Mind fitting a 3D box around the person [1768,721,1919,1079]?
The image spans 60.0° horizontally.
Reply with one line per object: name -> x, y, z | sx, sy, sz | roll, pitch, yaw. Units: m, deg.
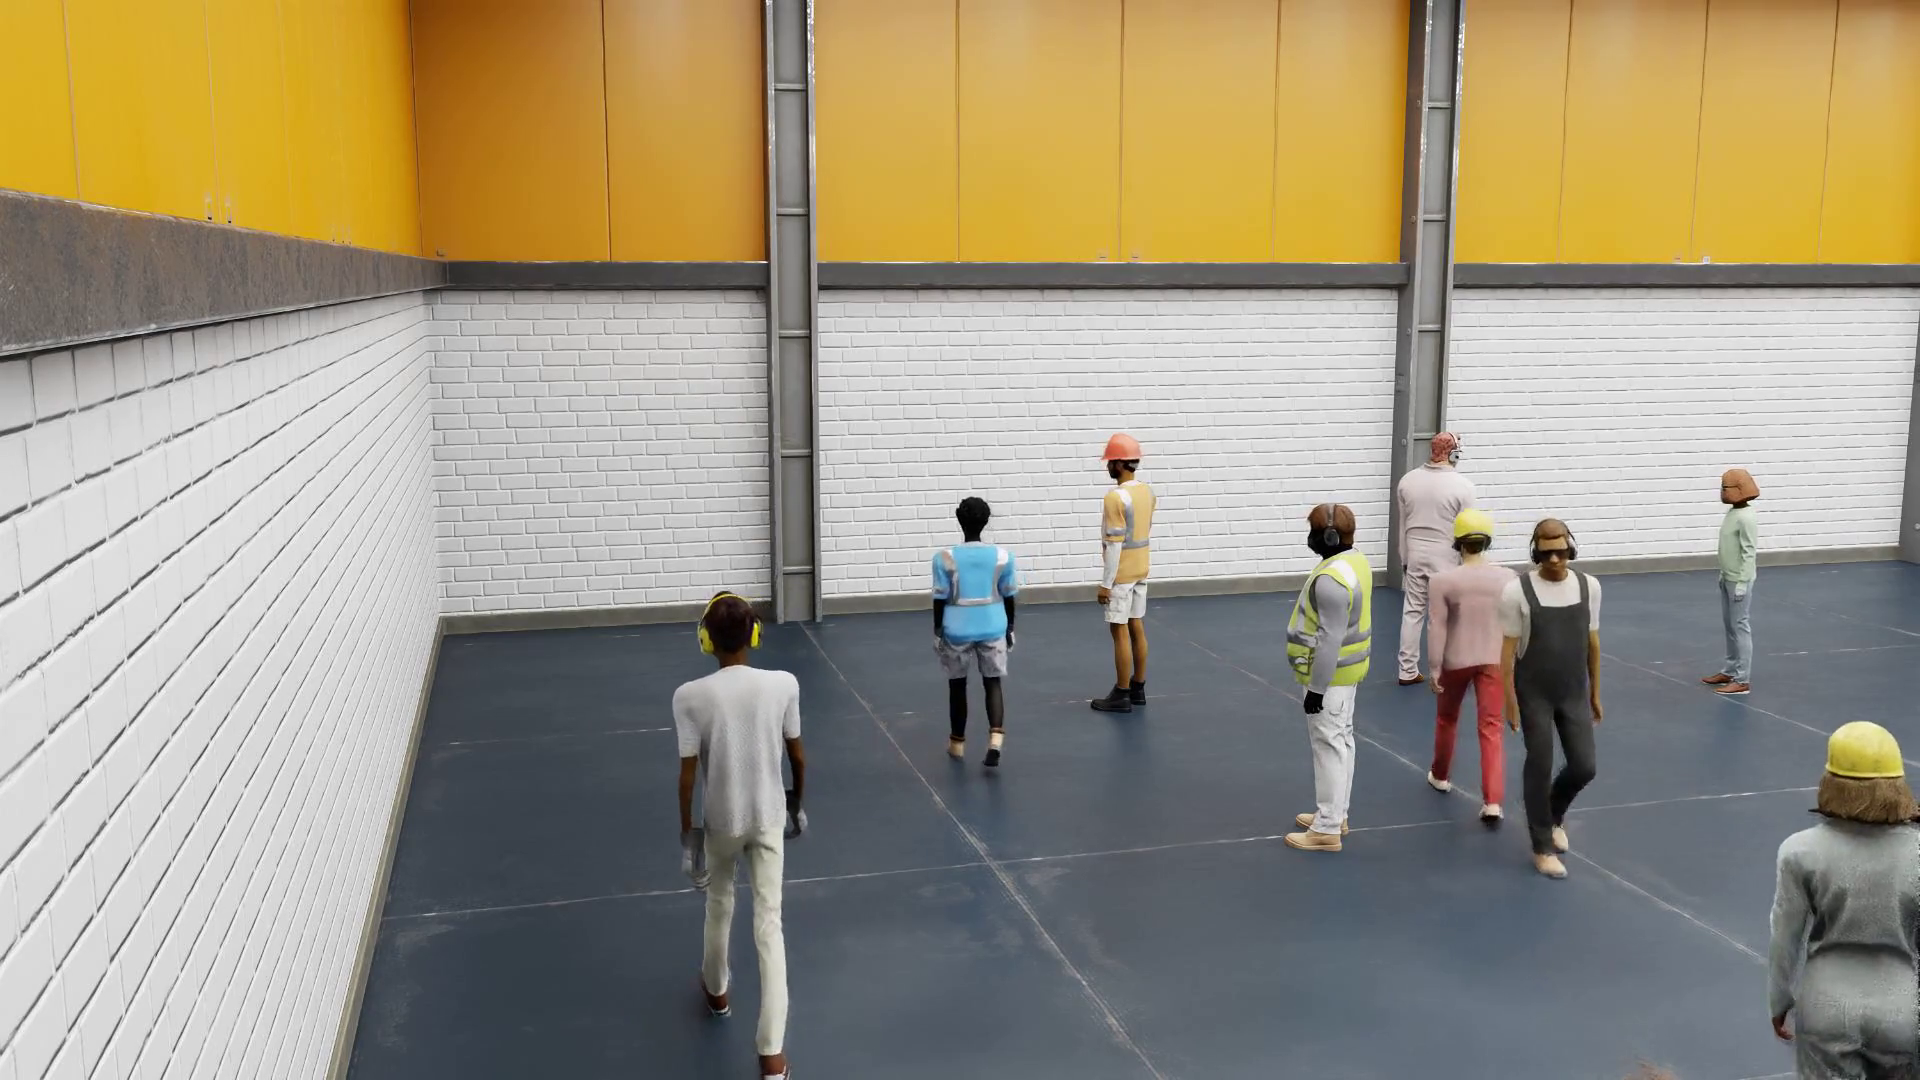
person -> 2.657, 1.388, 4.926 | 0.501, 1.719, 0.417 | 4, 10, 22

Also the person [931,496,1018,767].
person -> 0.086, 0.570, 10.191 | 0.541, 1.681, 0.647 | -2, 9, -10

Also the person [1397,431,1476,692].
person -> 3.480, 0.158, 12.082 | 0.404, 1.900, 0.639 | -8, 12, -41

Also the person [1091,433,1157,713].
person -> 1.125, 0.227, 11.520 | 0.352, 1.940, 0.545 | 6, 11, 33

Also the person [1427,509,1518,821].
person -> 2.886, 0.684, 9.361 | 0.527, 1.719, 0.928 | 1, 9, 4

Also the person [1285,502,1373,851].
person -> 1.939, 0.714, 8.790 | 0.429, 1.844, 0.627 | 4, 10, 22

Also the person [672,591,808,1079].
person -> -0.838, 1.102, 6.469 | 0.534, 1.813, 0.997 | -2, 9, -13

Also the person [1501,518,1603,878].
person -> 2.981, 0.786, 8.389 | 0.542, 1.826, 0.436 | 0, 9, -3

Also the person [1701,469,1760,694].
person -> 5.597, 0.297, 12.033 | 0.283, 1.631, 0.503 | 2, 9, 11
